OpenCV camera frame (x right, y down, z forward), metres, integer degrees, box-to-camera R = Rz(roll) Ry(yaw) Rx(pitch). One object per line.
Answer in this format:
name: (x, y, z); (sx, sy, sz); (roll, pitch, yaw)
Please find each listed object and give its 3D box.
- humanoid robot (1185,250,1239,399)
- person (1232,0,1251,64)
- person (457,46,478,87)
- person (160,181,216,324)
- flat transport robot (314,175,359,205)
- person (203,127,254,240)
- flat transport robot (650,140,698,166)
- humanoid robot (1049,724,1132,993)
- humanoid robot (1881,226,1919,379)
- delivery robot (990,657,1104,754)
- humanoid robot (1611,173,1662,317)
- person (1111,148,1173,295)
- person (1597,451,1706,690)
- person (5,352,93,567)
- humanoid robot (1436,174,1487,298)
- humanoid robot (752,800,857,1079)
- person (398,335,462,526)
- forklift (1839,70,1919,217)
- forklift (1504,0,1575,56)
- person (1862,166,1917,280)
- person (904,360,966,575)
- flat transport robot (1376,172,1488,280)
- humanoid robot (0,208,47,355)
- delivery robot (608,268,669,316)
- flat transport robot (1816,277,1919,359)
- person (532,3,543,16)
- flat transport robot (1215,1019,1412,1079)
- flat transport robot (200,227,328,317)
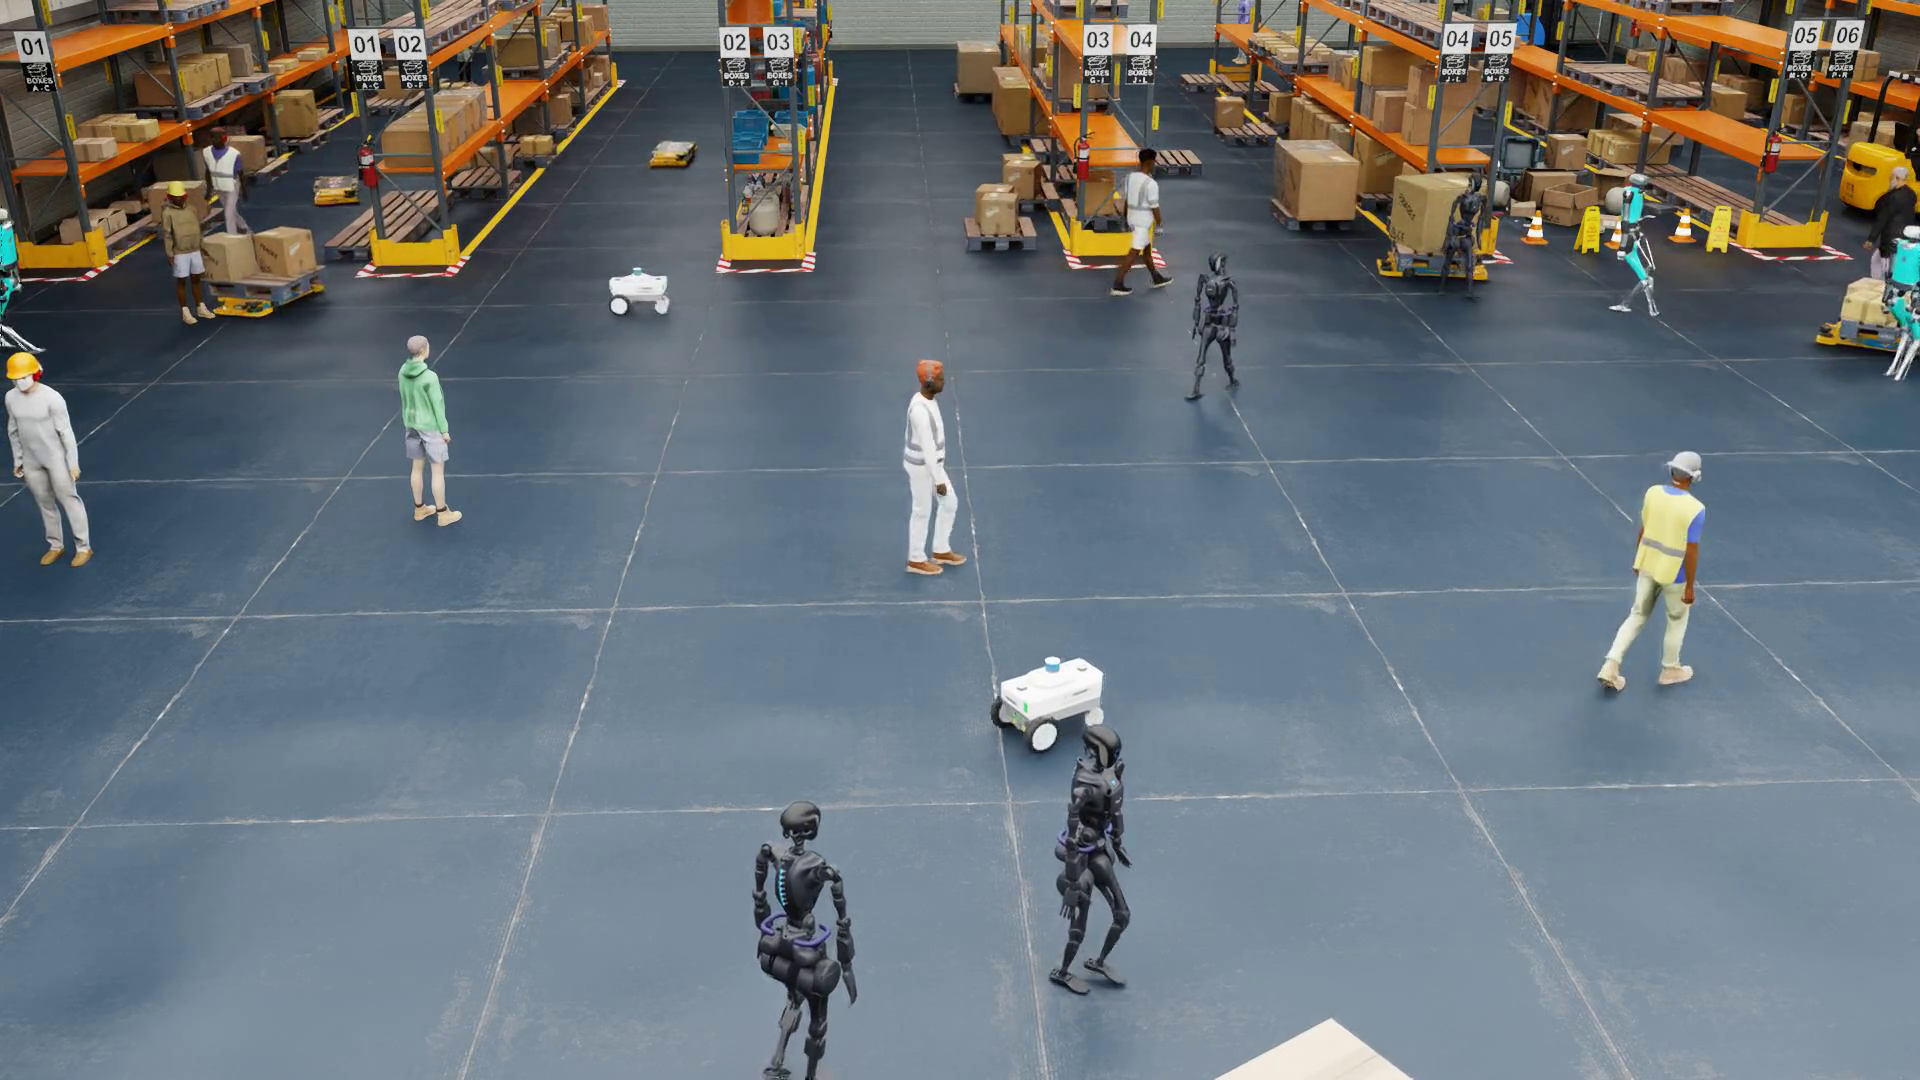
humanoid robot: (2.807, -2.342, 18.081); (0.589, 1.639, 0.791); (20, 31, 37)
person: (7.025, -12.735, 41.207); (0.375, 1.797, 0.606); (-3, 24, -6)
person: (-11.259, -11.150, 37.766); (0.539, 1.697, 0.317); (17, 29, 34)
person: (-9.657, -3.603, 20.732); (0.405, 1.760, 0.544); (15, 28, 29)
flat transport robot: (-10.298, -5.787, 27.475); (0.659, 0.231, 1.431); (-7, 25, -15)
person: (-10.509, -5.047, 23.920); (0.558, 1.808, 0.934); (6, 25, 14)
flat transport robot: (-5.212, -7.054, 30.323); (0.659, 0.231, 1.431); (0, 24, 0)
humanoid robot: (0.700, 1.708, 8.901); (0.397, 1.640, 0.605); (14, 28, 29)
humanoid robot: (10.680, -2.632, 18.627); (0.722, 1.812, 0.541); (-9, 26, -20)
delivery robot: (0.635, 1.097, 11.627); (0.756, 0.571, 0.499); (-15, 28, -30)
humanoid robot: (8.654, -3.636, 20.929); (0.821, 1.874, 0.558); (19, 30, 36)
person: (2.419, -4.194, 21.881); (1.020, 1.910, 0.623); (-11, 26, -24)
person: (5.058, 0.238, 11.985); (0.858, 1.864, 0.537); (-13, 27, -27)
person: (-7.709, -0.682, 14.019); (0.569, 1.889, 0.389); (3, 24, 6)
humanoid robot: (6.551, -3.947, 21.627); (0.583, 1.629, 0.687); (-10, 26, -21)
humanoid robot: (-0.776, 2.023, 8.184); (0.610, 1.646, 0.346); (14, 27, 28)
person: (-4.782, -0.977, 14.871); (0.469, 1.735, 0.324); (12, 27, 25)
forklift: (15.132, -6.143, 25.915); (2.313, 2.155, 1.214); (-1, 24, -2)
forklift: (14.700, -13.805, 42.301); (1.873, 2.768, 1.129); (-1, 24, -2)
person: (11.772, -3.826, 21.150); (0.582, 1.818, 0.723); (-18, 30, -35)
person: (-0.191, -0.578, 13.807); (0.561, 1.868, 0.601); (5, 24, 11)
flat transport robot: (6.519, -3.792, 22.993); (1.431, 0.231, 0.659); (4, 24, 8)
humanoid robot: (-11.217, -2.976, 19.349); (0.947, 1.747, 0.546); (-1, 24, -2)
delivery robot: (-4.124, -3.169, 21.258); (0.808, 0.607, 0.499); (-2, 24, -4)
flat transport robot: (11.074, -2.403, 19.873); (1.431, 0.231, 0.659); (15, 28, 30)
person: (-10.441, -12.666, 40.974); (0.383, 1.860, 0.520); (-3, 24, -7)
flat transport robot: (1.726, 3.154, 7.385); (1.431, 0.231, 0.659); (-15, 28, -31)
flat transport robot: (-8.982, -3.179, 21.616); (0.659, 0.231, 1.431); (6, 25, 13)
